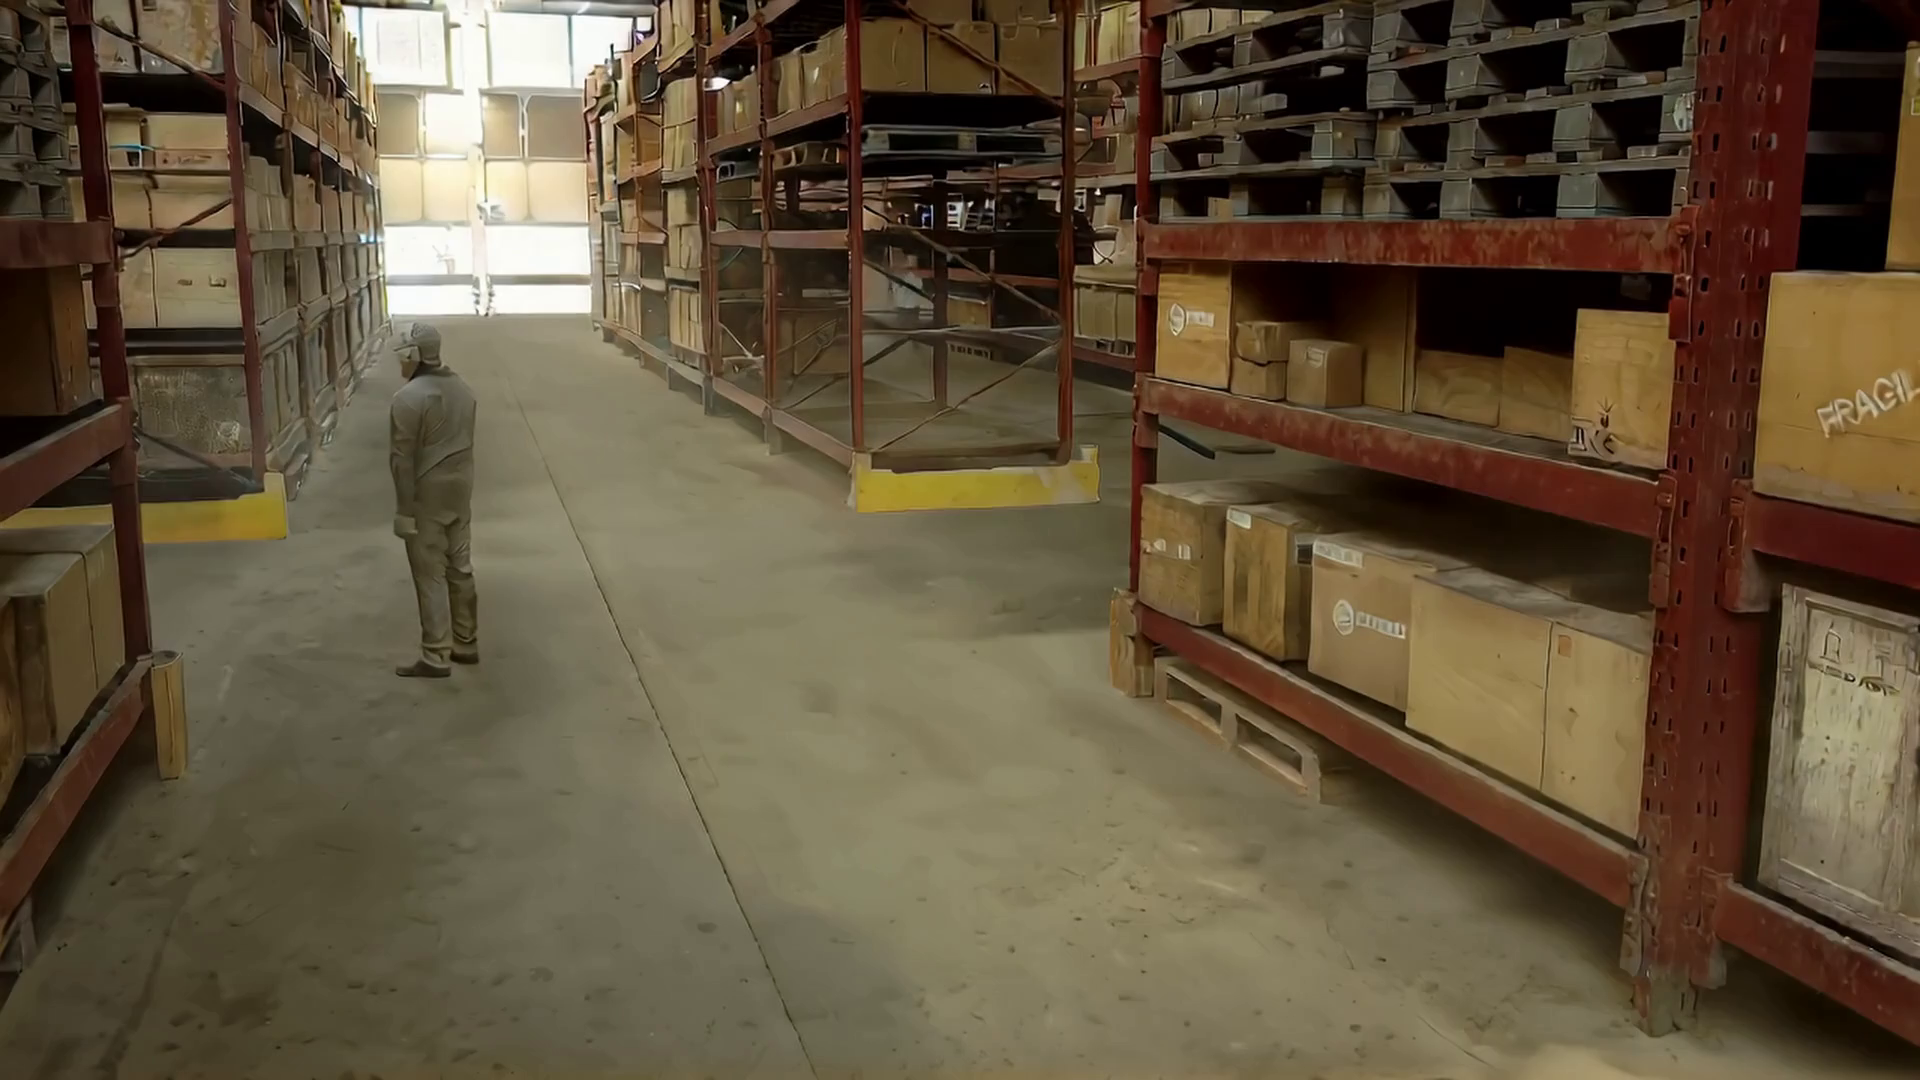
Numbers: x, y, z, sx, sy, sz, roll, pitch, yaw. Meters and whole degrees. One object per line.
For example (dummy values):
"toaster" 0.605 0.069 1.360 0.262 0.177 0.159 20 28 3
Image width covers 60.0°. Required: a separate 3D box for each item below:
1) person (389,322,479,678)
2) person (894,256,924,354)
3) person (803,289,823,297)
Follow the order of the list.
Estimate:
"person" -2.849 -0.214 8.949 0.399 1.900 0.645 2 11 13
"person" -1.031 -4.721 33.441 0.619 1.976 0.602 -5 11 -24
"person" -3.328 -5.121 36.054 0.618 1.814 0.613 -7 12 -33
